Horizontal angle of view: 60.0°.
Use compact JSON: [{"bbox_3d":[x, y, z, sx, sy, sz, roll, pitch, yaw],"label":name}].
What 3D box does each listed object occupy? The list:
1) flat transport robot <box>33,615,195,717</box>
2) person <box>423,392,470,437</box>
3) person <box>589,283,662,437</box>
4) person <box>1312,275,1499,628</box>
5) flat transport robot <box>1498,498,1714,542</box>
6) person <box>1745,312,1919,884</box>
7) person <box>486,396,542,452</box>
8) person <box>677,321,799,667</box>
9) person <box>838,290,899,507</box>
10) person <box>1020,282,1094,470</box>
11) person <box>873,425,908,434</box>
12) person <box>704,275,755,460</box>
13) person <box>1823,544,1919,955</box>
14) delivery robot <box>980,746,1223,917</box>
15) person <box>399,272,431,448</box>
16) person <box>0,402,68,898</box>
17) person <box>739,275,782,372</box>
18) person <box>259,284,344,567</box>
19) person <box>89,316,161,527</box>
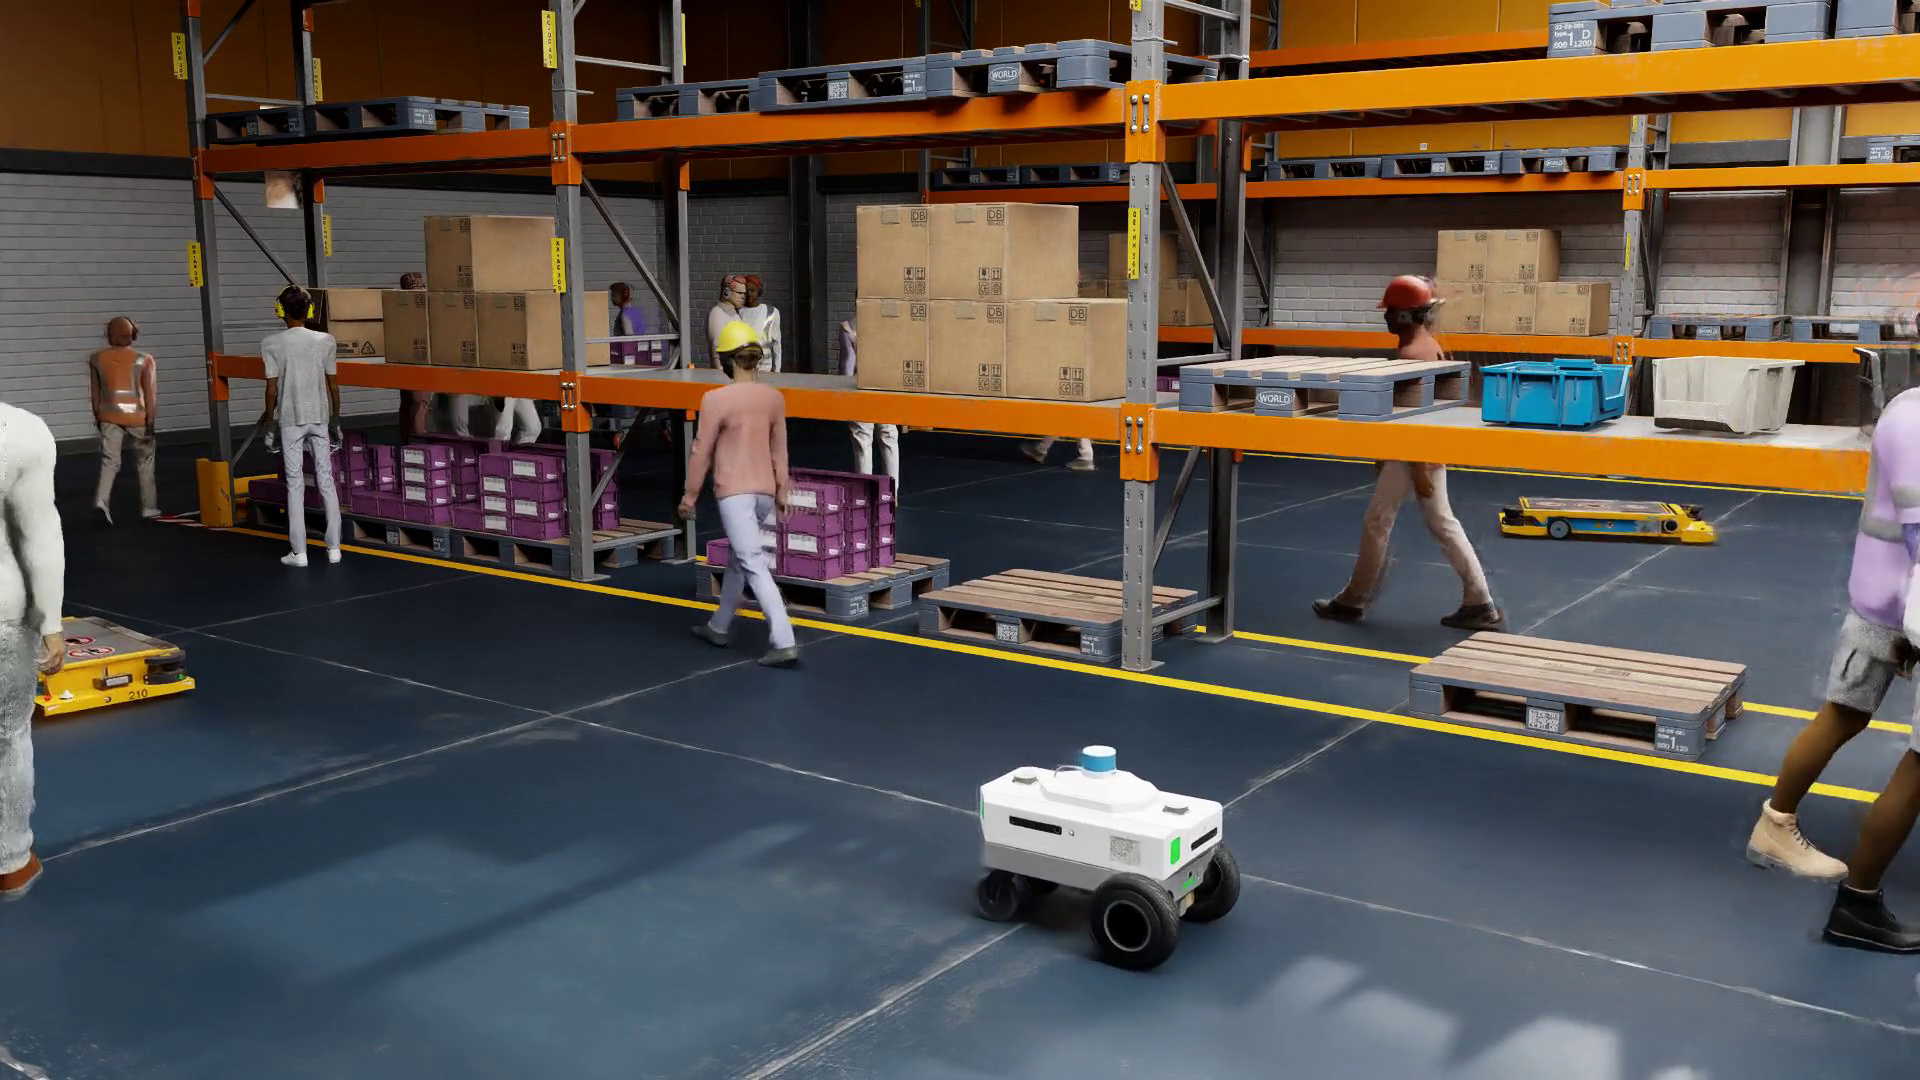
[{"bbox_3d":[-4.280,0.569,7.913,1.431,0.197,0.652,9,13,42],"label":"flat transport robot"},{"bbox_3d":[-4.677,-1.299,15.014,0.560,1.616,0.510,-9,13,-42],"label":"person"},{"bbox_3d":[-3.809,-2.049,19.038,1.012,1.775,0.607,1,10,4],"label":"person"},{"bbox_3d":[2.527,-0.476,9.175,1.011,1.952,0.611,6,11,31],"label":"person"},{"bbox_3d":[4.732,-0.159,12.248,1.431,0.197,0.652,3,10,15],"label":"flat transport robot"},{"bbox_3d":[2.986,0.189,5.137,0.605,1.985,1.027,-7,12,-36],"label":"person"},{"bbox_3d":[-3.899,-1.298,14.405,0.483,1.825,0.662,1,10,7],"label":"person"},{"bbox_3d":[-1.105,-0.237,8.401,0.901,1.720,0.535,8,12,38],"label":"person"},{"bbox_3d":[-0.737,-1.170,13.601,0.629,1.842,0.429,-6,11,-33],"label":"person"},{"bbox_3d":[0.956,-1.670,16.275,0.996,1.939,0.617,7,12,35],"label":"person"},{"bbox_3d":[-0.882,-2.262,19.508,0.678,2.000,0.536,-3,10,-20],"label":"person"},{"bbox_3d":[-1.986,-1.361,14.563,0.407,1.902,0.638,1,10,9],"label":"person"},{"bbox_3d":[3.013,0.290,4.744,0.943,1.889,0.605,3,10,17],"label":"person"},{"bbox_3d":[0.416,0.866,5.020,0.707,0.478,0.477,6,11,33],"label":"delivery robot"},{"bbox_3d":[-5.365,-1.678,16.436,0.409,1.908,0.639,-8,12,-39],"label":"person"},{"bbox_3d":[-3.029,0.247,4.978,0.634,1.913,0.866,-3,10,-18],"label":"person"},{"bbox_3d":[-2.097,-1.732,16.817,0.585,1.882,0.337,0,10,-3],"label":"person"},{"bbox_3d":[-4.367,-0.757,11.056,0.508,1.872,0.329,-7,12,-38],"label":"person"},{"bbox_3d":[-6.441,-0.916,12.781,0.515,1.606,0.794,-1,10,-7],"label":"person"}]
